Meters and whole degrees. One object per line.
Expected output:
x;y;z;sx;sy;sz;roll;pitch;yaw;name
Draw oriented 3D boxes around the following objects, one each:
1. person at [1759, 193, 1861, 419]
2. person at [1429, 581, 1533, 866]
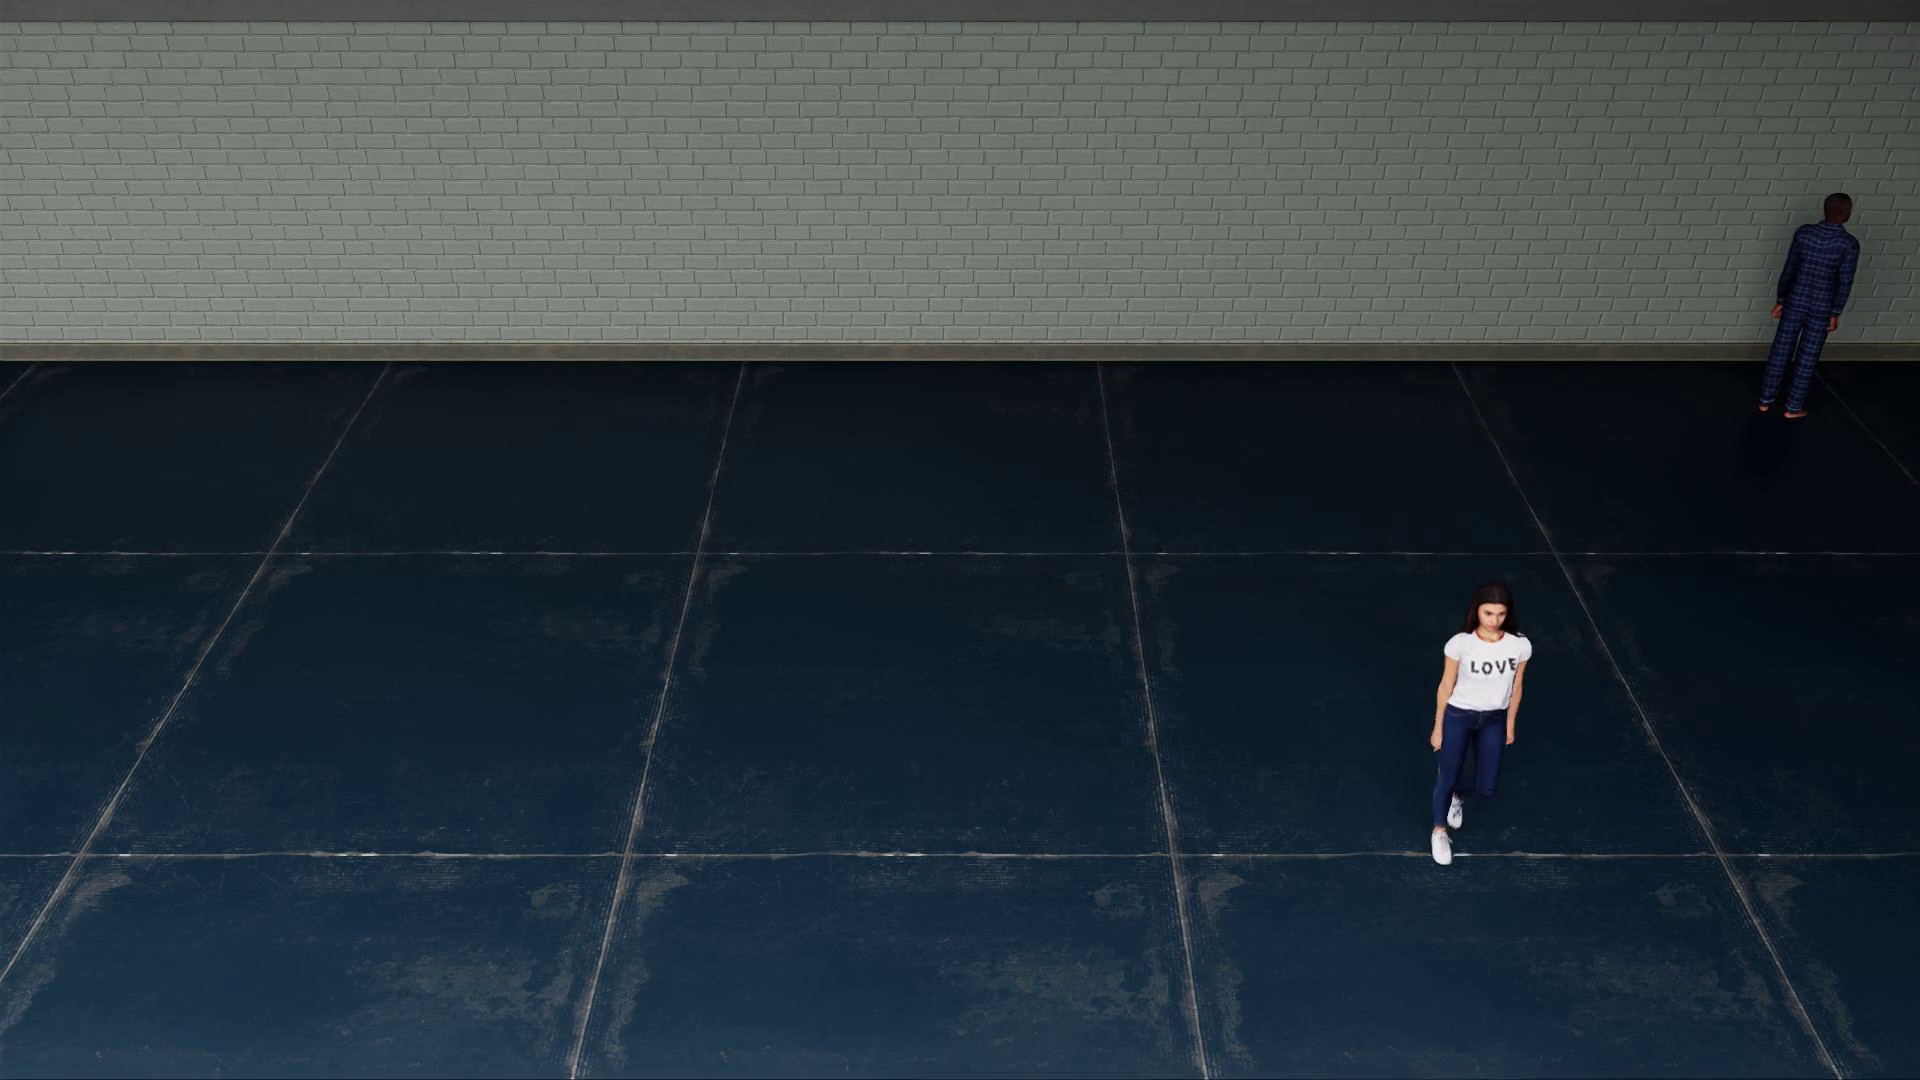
6.580;-1.817;12.896;0.760;1.824;0.818;28;42;36;person
2.669;0.919;8.745;0.603;1.764;0.674;0;33;1;person
